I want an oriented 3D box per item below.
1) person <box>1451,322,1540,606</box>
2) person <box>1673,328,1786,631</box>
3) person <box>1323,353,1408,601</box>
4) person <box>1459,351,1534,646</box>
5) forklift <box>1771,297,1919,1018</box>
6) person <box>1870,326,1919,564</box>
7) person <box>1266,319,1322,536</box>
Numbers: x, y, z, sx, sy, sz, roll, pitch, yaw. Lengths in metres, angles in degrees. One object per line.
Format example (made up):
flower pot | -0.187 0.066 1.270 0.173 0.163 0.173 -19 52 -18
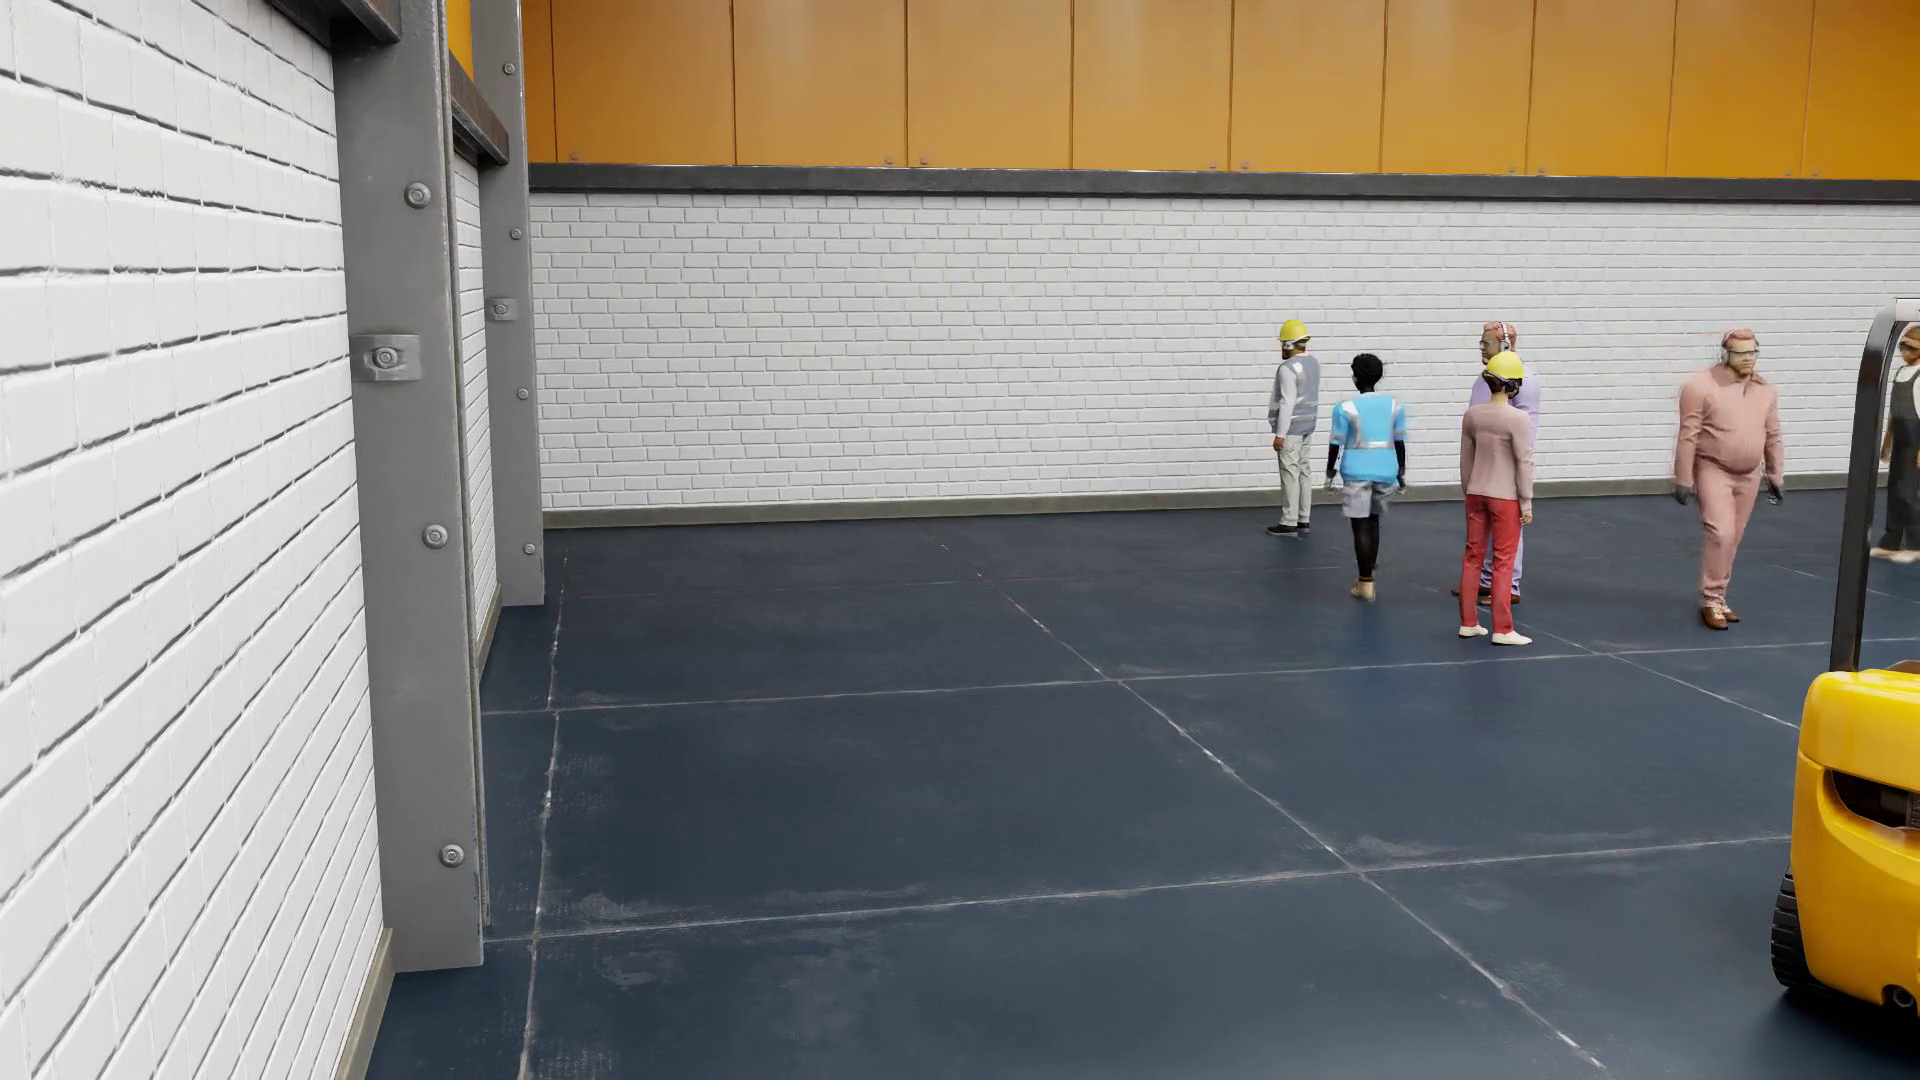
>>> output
person | 3.597 -0.512 11.210 0.403 1.906 0.652 -2 10 -11
person | 4.899 -0.382 10.462 0.672 1.883 0.675 -2 10 -13
person | 2.765 -0.445 11.458 0.553 1.672 0.634 -2 10 -13
person | 3.240 -0.249 10.030 0.314 1.769 0.524 -5 11 -30
forklift | 3.542 0.334 5.177 2.313 2.155 1.214 -9 13 -43
person | 7.259 -0.721 12.748 0.344 1.830 0.655 1 9 4
person | 2.813 -0.946 14.085 0.404 1.828 0.603 7 12 36
